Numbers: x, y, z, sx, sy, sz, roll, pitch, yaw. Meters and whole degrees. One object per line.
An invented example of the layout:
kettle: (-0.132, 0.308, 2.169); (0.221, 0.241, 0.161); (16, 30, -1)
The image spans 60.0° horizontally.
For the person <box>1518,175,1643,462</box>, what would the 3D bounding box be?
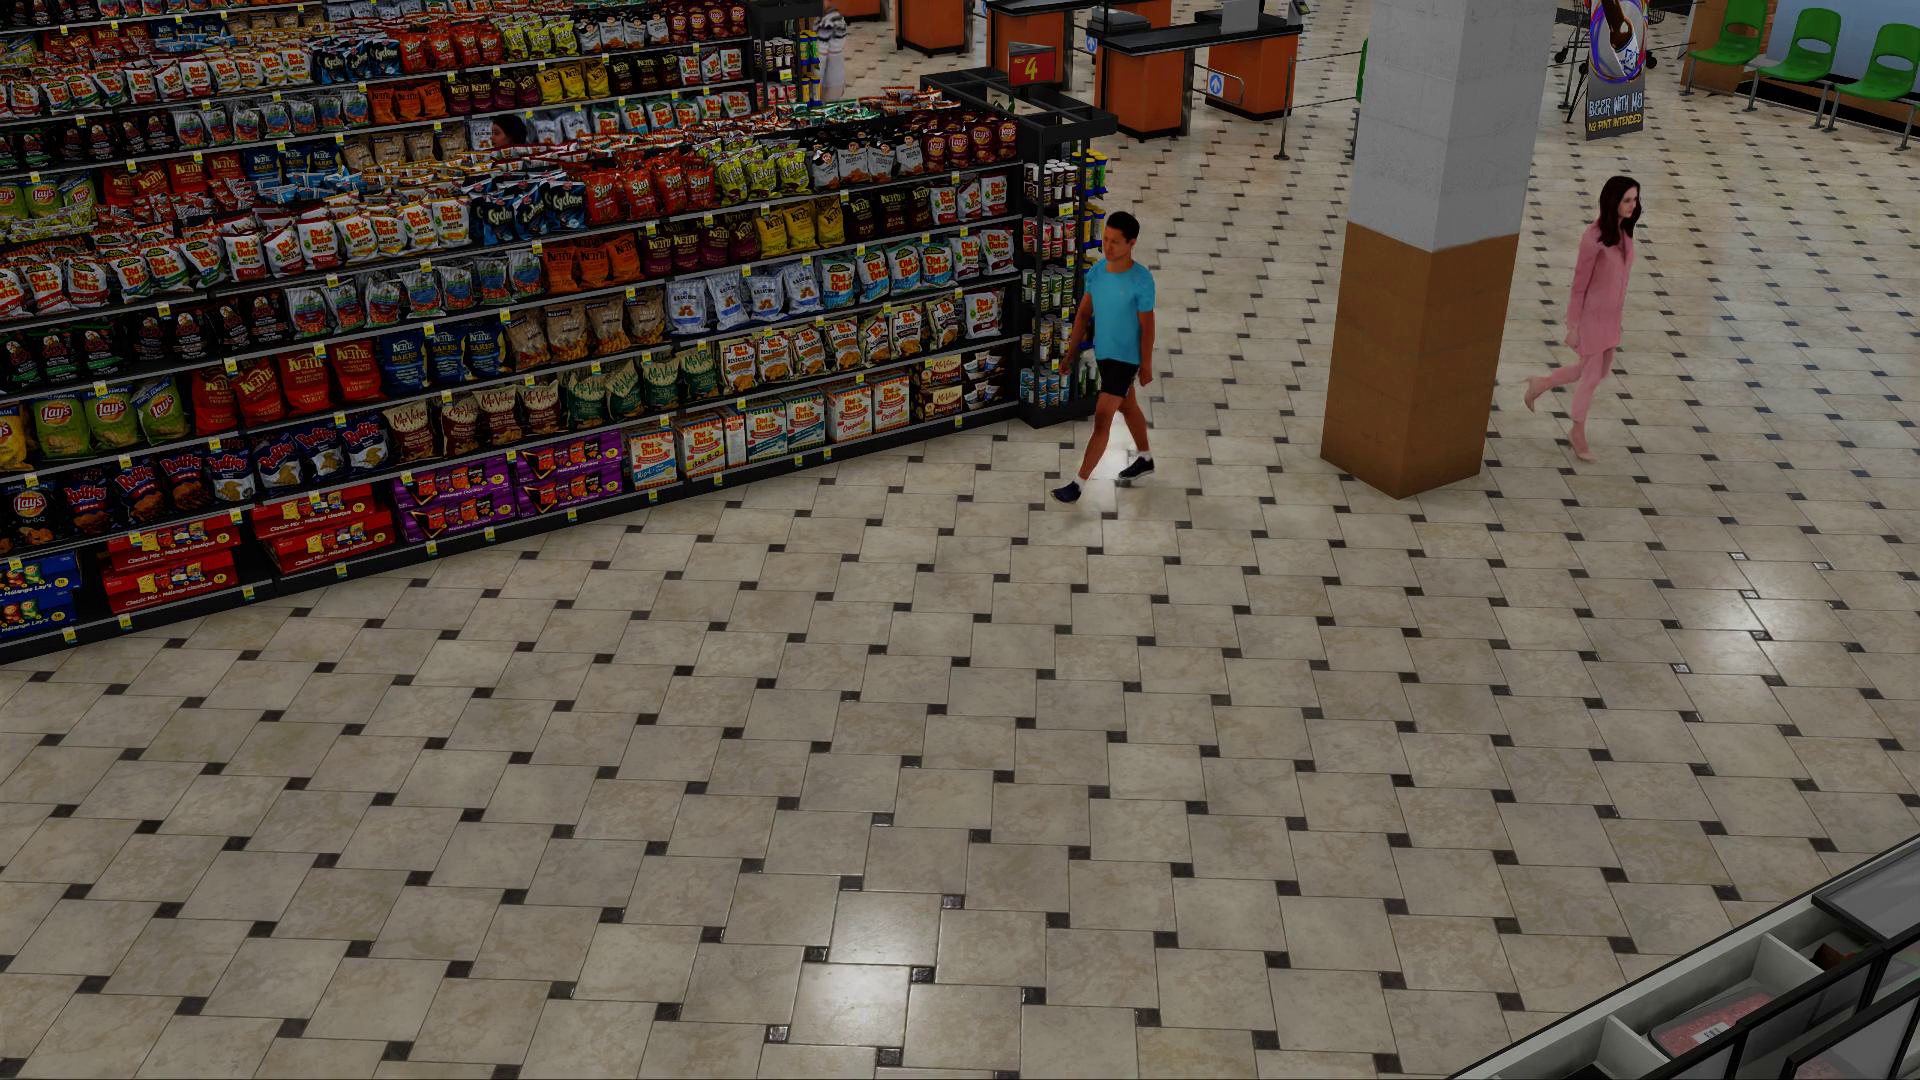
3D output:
person: (3.851, -1.380, 10.270); (0.873, 1.783, 0.742); (-19, 34, -31)

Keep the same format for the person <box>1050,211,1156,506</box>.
person: (0.997, -1.073, 9.769); (1.175, 1.724, 0.728); (-20, 35, -33)
